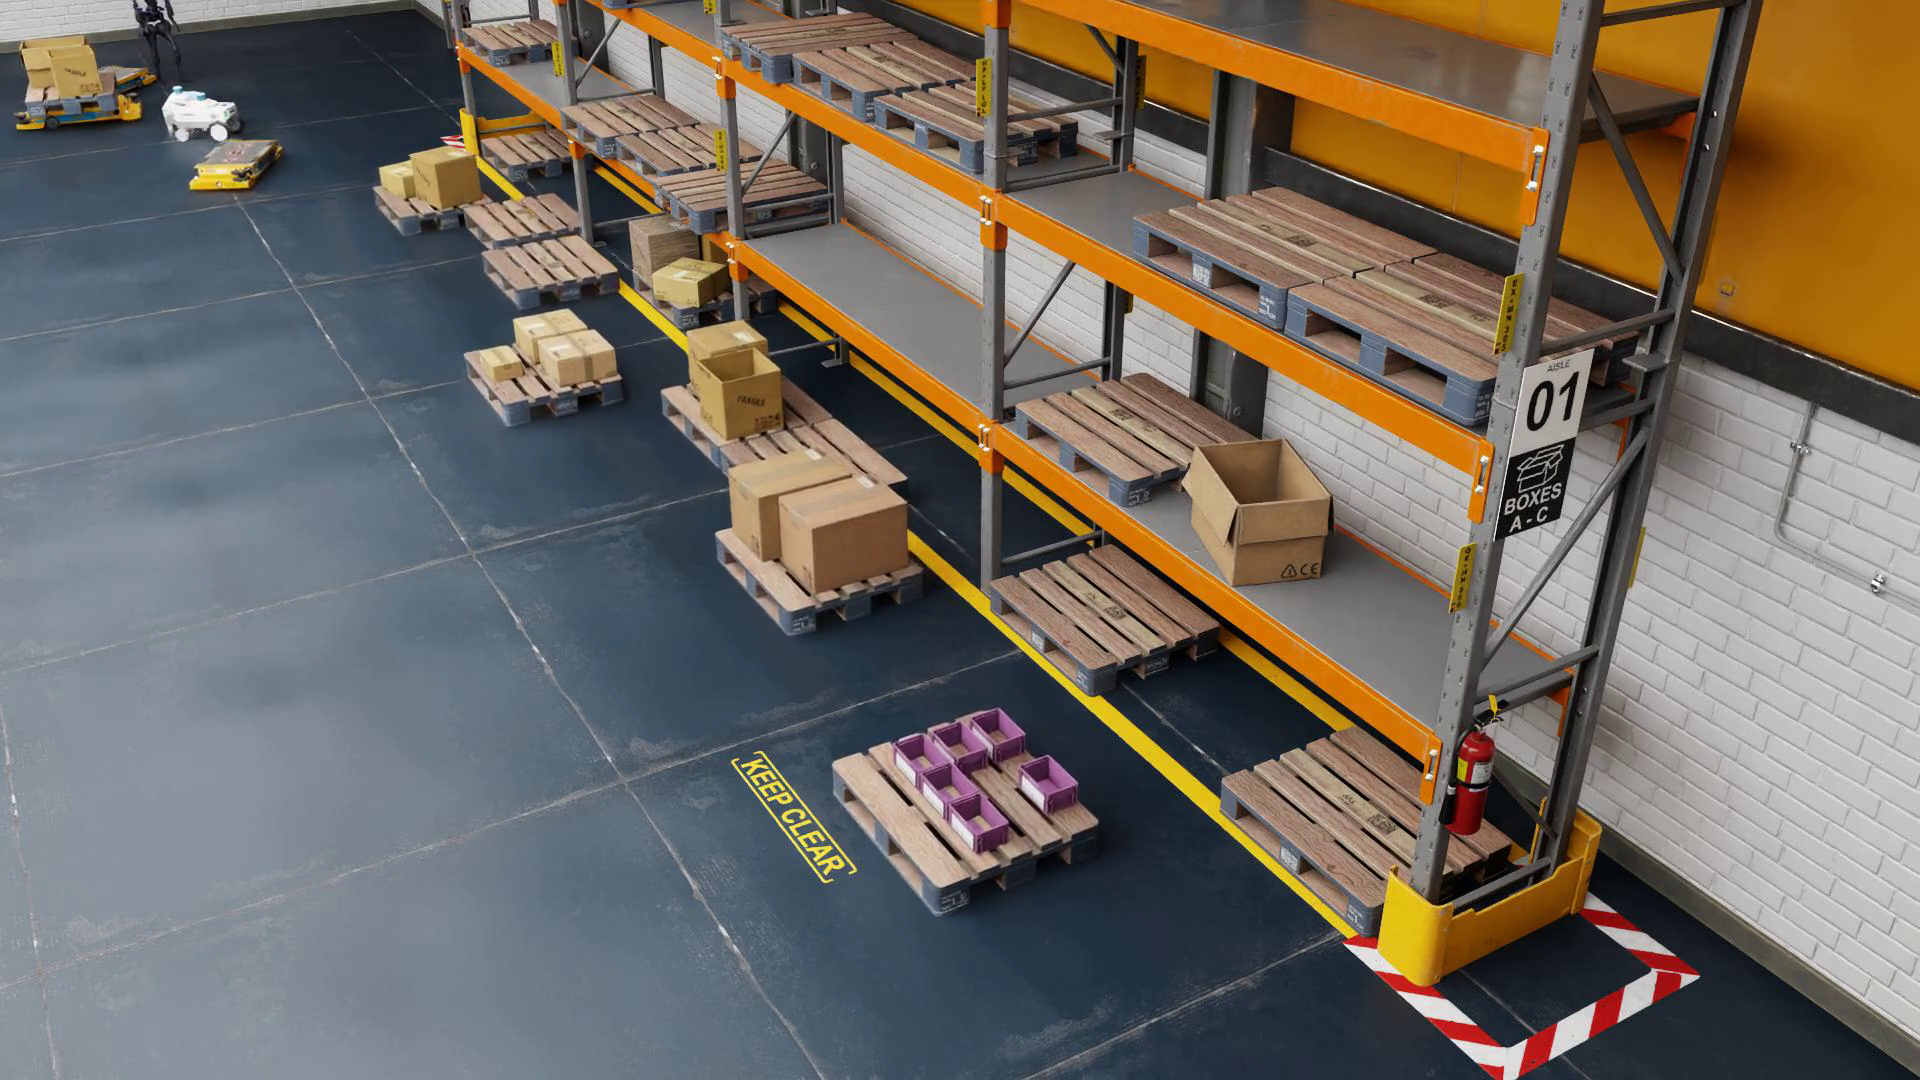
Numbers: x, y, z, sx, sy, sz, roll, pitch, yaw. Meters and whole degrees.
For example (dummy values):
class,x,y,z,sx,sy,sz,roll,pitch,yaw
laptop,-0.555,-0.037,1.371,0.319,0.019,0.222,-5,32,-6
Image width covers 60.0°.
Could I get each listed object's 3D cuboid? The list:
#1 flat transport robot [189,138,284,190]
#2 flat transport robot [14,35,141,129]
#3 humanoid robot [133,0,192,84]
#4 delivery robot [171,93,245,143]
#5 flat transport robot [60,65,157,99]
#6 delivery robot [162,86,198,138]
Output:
class,x,y,z,sx,sy,sz,roll,pitch,yaw
flat transport robot,-8.420,-4.388,19.378,0.659,0.231,1.431,-2,30,-4
flat transport robot,-11.305,-5.499,21.340,1.431,0.231,0.659,-12,32,-21
humanoid robot,-10.939,-7.059,22.668,0.517,1.645,0.590,17,34,27
delivery robot,-9.280,-5.205,20.550,0.791,0.614,0.499,1,30,1
flat transport robot,-11.570,-6.129,22.453,0.659,0.231,1.431,4,30,8
delivery robot,-9.740,-5.384,20.861,0.499,0.608,0.786,-7,30,-12
